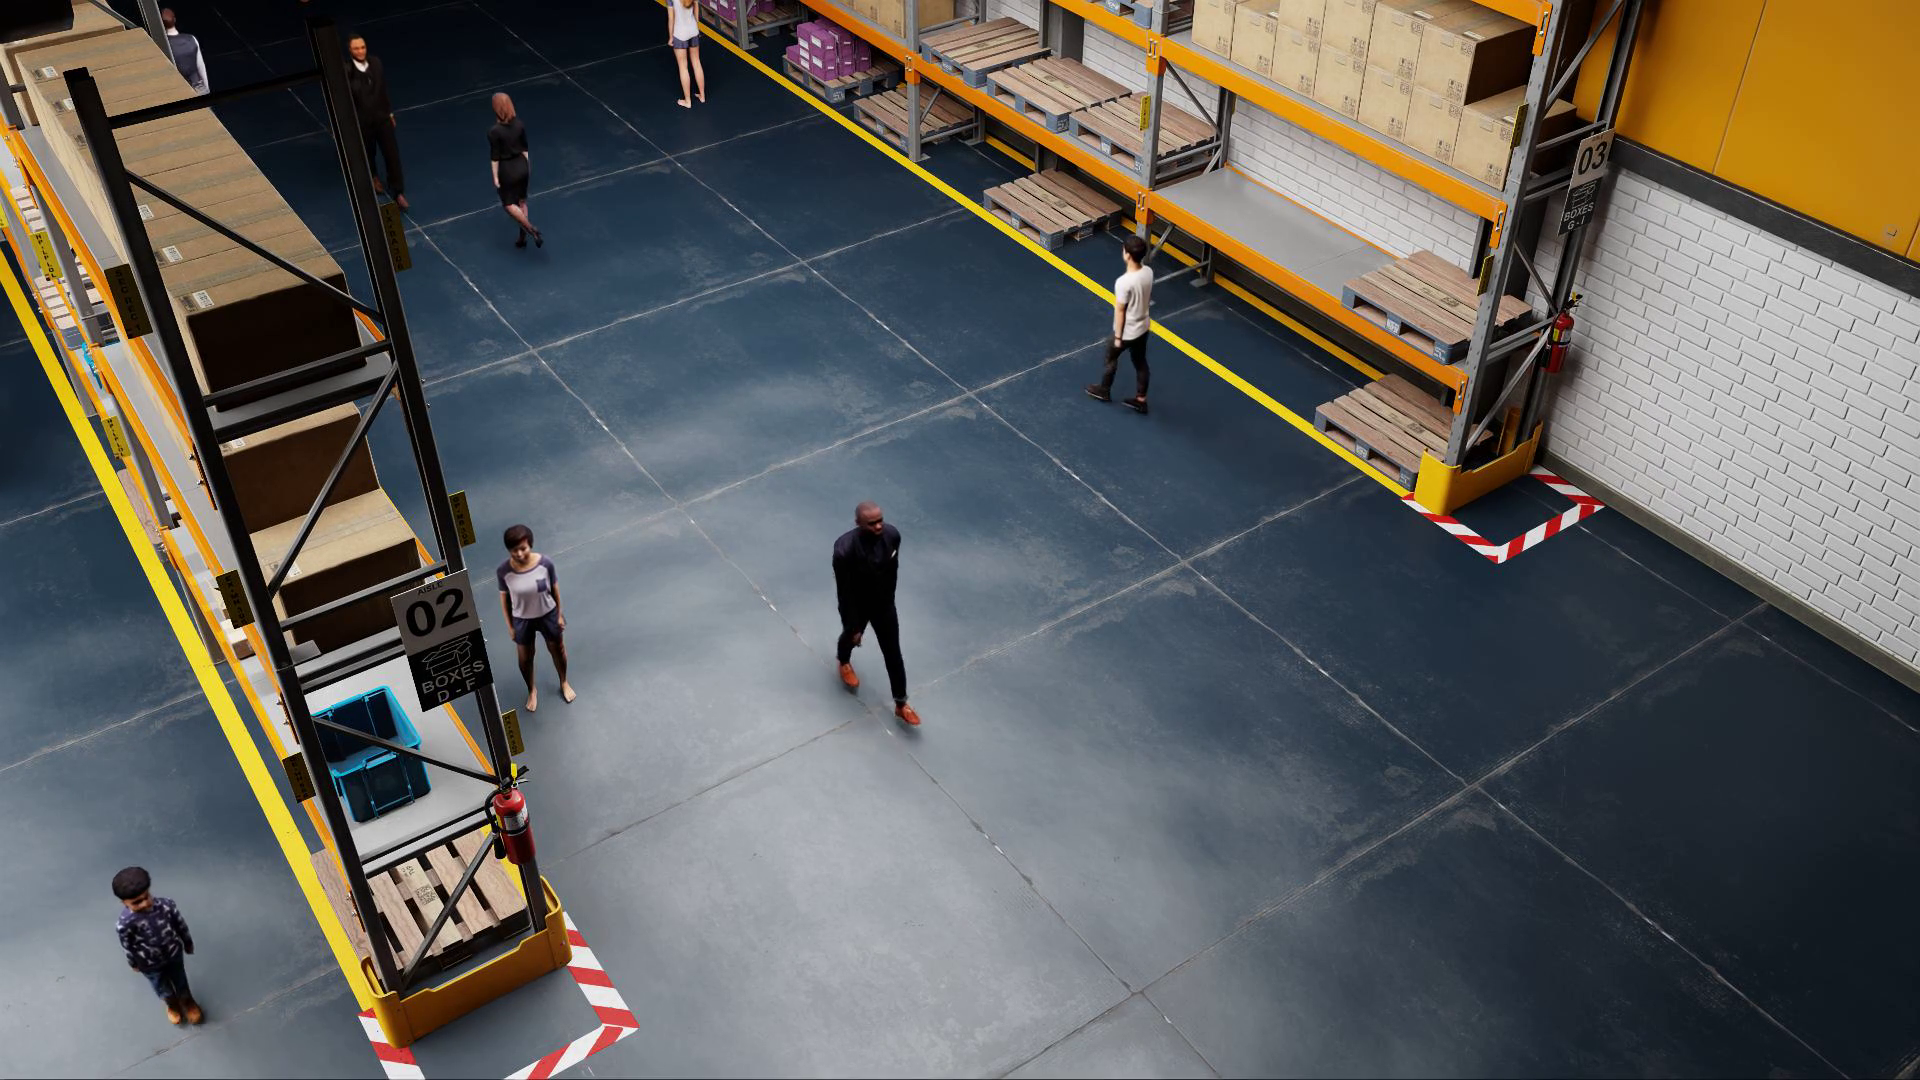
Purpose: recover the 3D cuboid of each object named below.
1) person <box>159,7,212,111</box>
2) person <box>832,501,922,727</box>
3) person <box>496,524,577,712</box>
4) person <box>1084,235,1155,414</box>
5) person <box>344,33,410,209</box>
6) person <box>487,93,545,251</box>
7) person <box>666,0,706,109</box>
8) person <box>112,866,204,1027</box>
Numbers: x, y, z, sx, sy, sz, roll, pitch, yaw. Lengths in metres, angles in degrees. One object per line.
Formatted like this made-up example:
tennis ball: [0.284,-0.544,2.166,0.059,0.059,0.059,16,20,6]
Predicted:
person: [-8.372,-4.834,18.167,0.735,1.919,0.858,-30,47,-32]
person: [-0.701,0.434,11.687,0.764,1.774,1.198,-20,43,-23]
person: [-3.008,0.522,11.744,0.618,1.566,0.603,-12,40,-15]
person: [1.559,-1.852,14.607,0.905,1.703,0.730,32,48,34]
person: [-6.344,-4.527,17.821,0.733,1.872,1.231,-24,44,-27]
person: [-4.488,-3.681,16.908,0.870,1.689,0.717,28,46,30]
person: [-3.263,-6.018,19.800,0.610,1.732,0.569,-29,47,-31]
person: [-4.705,2.353,9.709,0.520,1.244,0.508,-29,47,-31]
